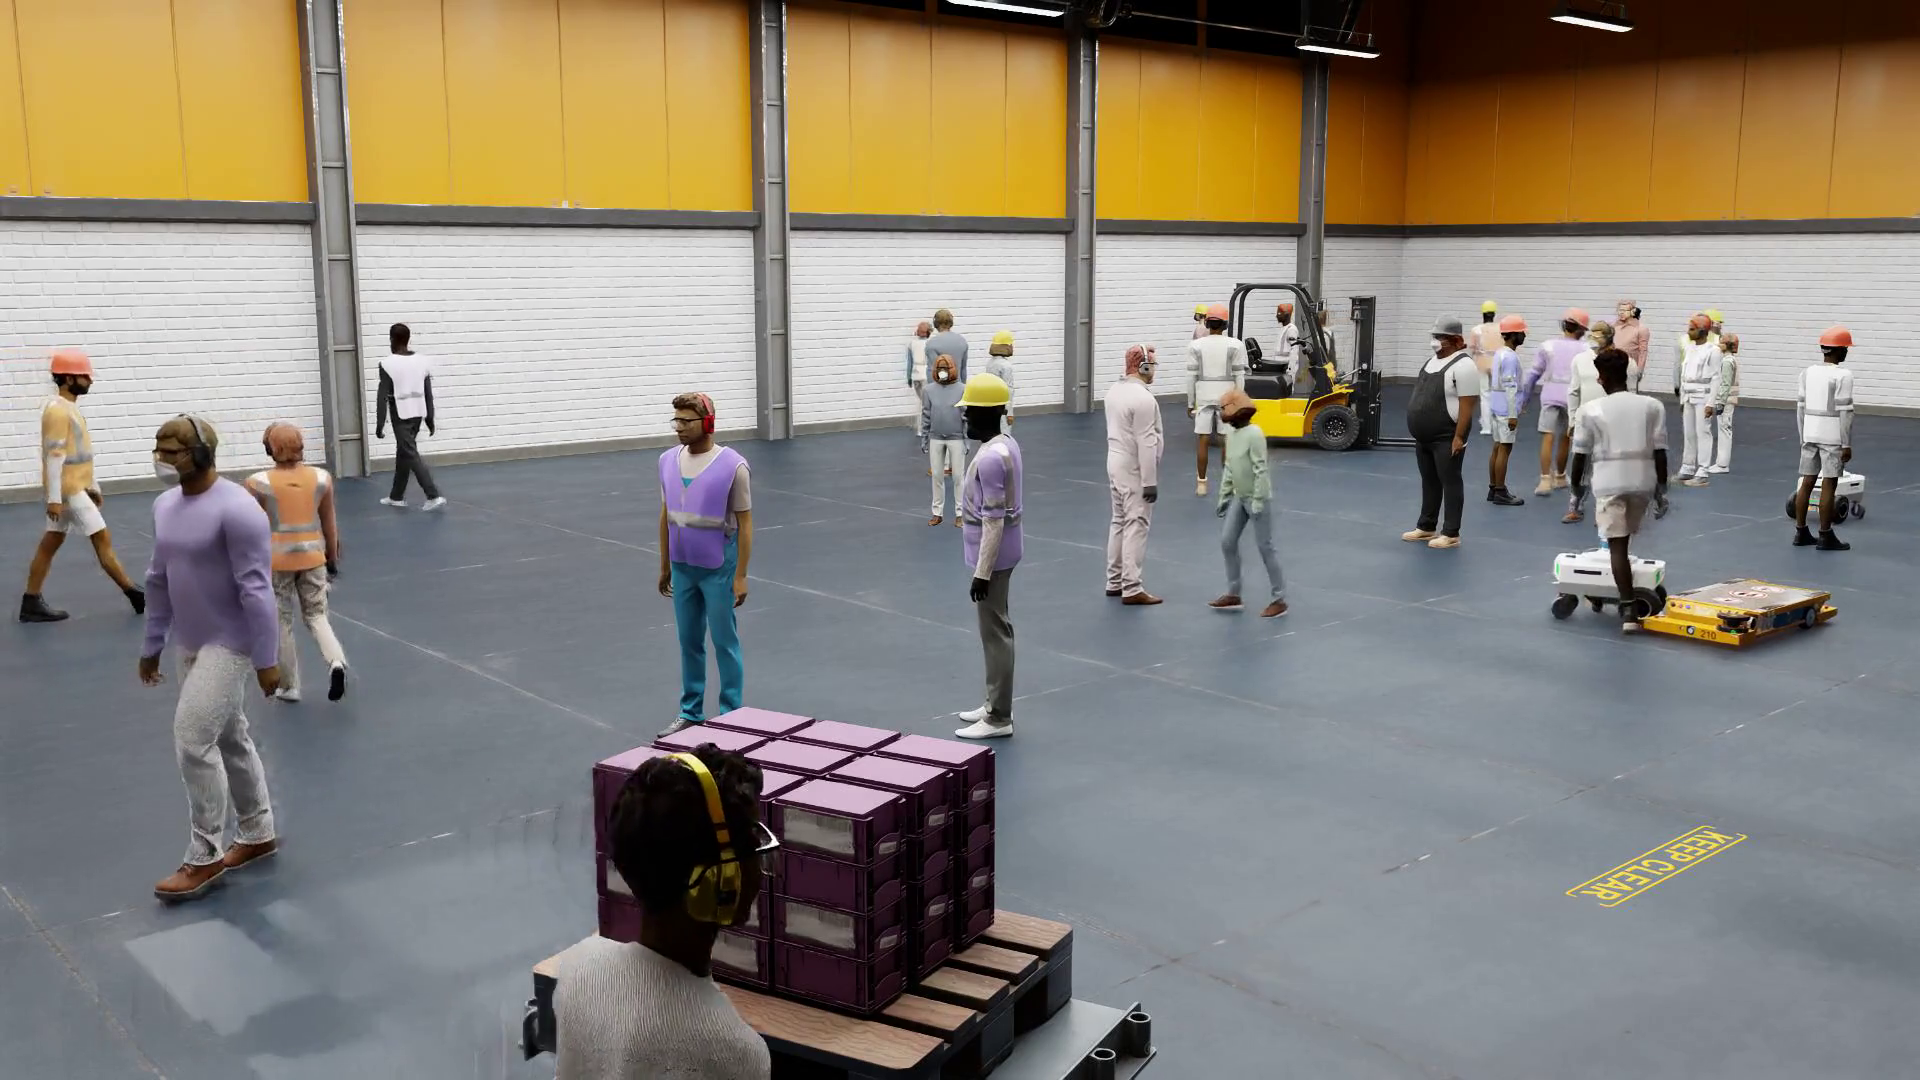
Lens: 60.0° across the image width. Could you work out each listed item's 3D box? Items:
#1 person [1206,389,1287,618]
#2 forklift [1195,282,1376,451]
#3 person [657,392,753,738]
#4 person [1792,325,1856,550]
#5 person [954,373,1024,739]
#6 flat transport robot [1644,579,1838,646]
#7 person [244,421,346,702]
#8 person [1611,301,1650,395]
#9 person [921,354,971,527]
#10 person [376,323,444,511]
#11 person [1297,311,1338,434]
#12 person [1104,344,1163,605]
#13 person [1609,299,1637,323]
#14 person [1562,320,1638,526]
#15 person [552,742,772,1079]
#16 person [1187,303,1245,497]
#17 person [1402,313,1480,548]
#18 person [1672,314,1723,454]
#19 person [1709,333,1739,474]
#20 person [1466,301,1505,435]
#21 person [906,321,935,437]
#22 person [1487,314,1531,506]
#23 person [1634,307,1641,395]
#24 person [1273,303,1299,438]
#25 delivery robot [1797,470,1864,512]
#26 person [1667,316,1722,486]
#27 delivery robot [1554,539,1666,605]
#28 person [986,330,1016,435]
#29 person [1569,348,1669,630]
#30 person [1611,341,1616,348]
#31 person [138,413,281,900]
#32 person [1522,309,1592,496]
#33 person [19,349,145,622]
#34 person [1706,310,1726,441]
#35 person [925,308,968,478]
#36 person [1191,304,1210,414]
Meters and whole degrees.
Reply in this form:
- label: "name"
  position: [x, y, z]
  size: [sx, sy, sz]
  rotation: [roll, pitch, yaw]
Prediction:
- label: "person"
  position: [2.033, -0.262, 11.751]
  size: [0.540, 1.595, 0.531]
  rotation: [-3, 10, -18]
- label: "forklift"
  position: [4.328, -2.346, 22.227]
  size: [2.313, 2.155, 1.214]
  rotation: [3, 10, 16]
- label: "person"
  position: [-1.319, 0.151, 8.632]
  size: [0.570, 1.840, 0.372]
  rotation: [6, 11, 31]
- label: "person"
  position: [7.500, -0.881, 14.395]
  size: [0.360, 1.939, 0.543]
  rotation: [-3, 10, -19]
- label: "person"
  position: [0.149, 0.086, 8.769]
  size: [0.366, 1.927, 0.588]
  rotation: [1, 10, 5]
- label: "flat transport robot"
  position: [5.340, 0.473, 11.342]
  size: [1.431, 0.197, 0.652]
  rotation: [-8, 12, -39]
- label: "person"
  position: [-3.714, 0.145, 9.325]
  size: [0.519, 1.619, 0.585]
  rotation: [-9, 13, -42]
- label: "person"
  position: [9.356, -2.420, 23.502]
  size: [0.409, 1.909, 0.643]
  rotation: [-9, 13, -43]
- label: "person"
  position: [-0.128, -0.928, 15.590]
  size: [0.501, 1.625, 0.282]
  rotation: [3, 10, 16]
- label: "person"
  position: [-5.521, -1.231, 16.638]
  size: [0.976, 1.880, 0.605]
  rotation: [6, 11, 29]
- label: "person"
  position: [5.136, -2.343, 23.451]
  size: [1.005, 1.790, 0.533]
  rotation: [7, 12, 37]
- label: "person"
  position: [1.290, -0.483, 12.196]
  size: [0.398, 1.899, 0.653]
  rotation: [-3, 10, -16]
- label: "person"
  position: [10.539, -2.931, 26.661]
  size: [0.657, 1.852, 1.009]
  rotation: [-6, 11, -30]
- label: "person"
  position: [6.011, -1.092, 15.640]
  size: [0.629, 1.936, 0.372]
  rotation: [9, 13, 44]
- label: "person"
  position: [-0.327, 1.198, 2.544]
  size: [0.887, 1.824, 0.560]
  rotation: [-9, 13, -43]
- label: "person"
  position: [2.690, -1.467, 17.518]
  size: [0.605, 2.045, 0.379]
  rotation: [3, 10, 14]
- label: "person"
  position: [4.173, -0.956, 14.538]
  size: [0.537, 2.000, 0.682]
  rotation: [-3, 10, -18]
- label: "person"
  position: [9.573, -2.024, 21.542]
  size: [0.637, 1.801, 0.979]
  rotation: [3, 10, 15]
- label: "person"
  position: [8.931, -1.596, 19.441]
  size: [0.308, 1.645, 0.517]
  rotation: [5, 11, 25]
- label: "person"
  position: [7.526, -2.463, 23.813]
  size: [0.627, 1.882, 0.952]
  rotation: [0, 10, -2]
- label: "person"
  position: [-0.472, -2.268, 23.440]
  size: [0.519, 1.617, 0.536]
  rotation: [7, 12, 35]
- label: "person"
  position: [5.607, -1.327, 17.002]
  size: [0.353, 1.942, 0.545]
  rotation: [1, 10, 6]
- label: "person"
  position: [11.039, -2.978, 27.378]
  size: [0.322, 1.697, 0.534]
  rotation: [-8, 12, -38]
- label: "person"
  position: [4.559, -2.370, 23.273]
  size: [0.337, 1.882, 0.584]
  rotation: [0, 10, -2]
- label: "delivery robot"
  position: [8.390, -0.514, 16.021]
  size: [0.707, 0.478, 0.477]
  rotation: [-7, 12, -36]
- label: "person"
  position: [8.149, -1.533, 18.379]
  size: [0.357, 1.881, 0.574]
  rotation: [-2, 10, -10]
- label: "delivery robot"
  position: [4.531, 0.238, 11.617]
  size: [0.707, 0.478, 0.477]
  rotation: [5, 11, 27]
- label: "person"
  position: [0.447, -1.388, 17.938]
  size: [0.315, 1.743, 0.487]
  rotation: [-5, 11, -26]
- label: "person"
  position: [4.527, -0.360, 11.449]
  size: [0.615, 1.897, 0.986]
  rotation: [0, 10, 3]
- label: "person"
  position: [7.717, -1.696, 20.059]
  size: [0.279, 1.634, 0.497]
  rotation: [-4, 10, -21]
- label: "person"
  position: [-3.076, 0.461, 6.622]
  size: [0.647, 1.912, 0.770]
  rotation: [7, 12, 35]
- label: "person"
  position: [6.379, -1.461, 17.728]
  size: [0.743, 1.972, 1.038]
  rotation: [4, 10, 21]
- label: "person"
  position: [-6.093, -0.373, 11.560]
  size: [1.025, 1.882, 0.561]
  rotation: [-4, 11, -23]
- label: "person"
  position: [10.225, -2.237, 22.746]
  size: [0.443, 1.804, 0.631]
  rotation: [1, 10, 8]
- label: "person"
  position: [-0.166, -1.685, 19.111]
  size: [0.350, 1.935, 0.635]
  rotation: [9, 13, 43]
- label: "person"
  position: [3.879, -2.918, 26.818]
  size: [0.301, 1.772, 0.531]
  rotation: [5, 11, 25]
